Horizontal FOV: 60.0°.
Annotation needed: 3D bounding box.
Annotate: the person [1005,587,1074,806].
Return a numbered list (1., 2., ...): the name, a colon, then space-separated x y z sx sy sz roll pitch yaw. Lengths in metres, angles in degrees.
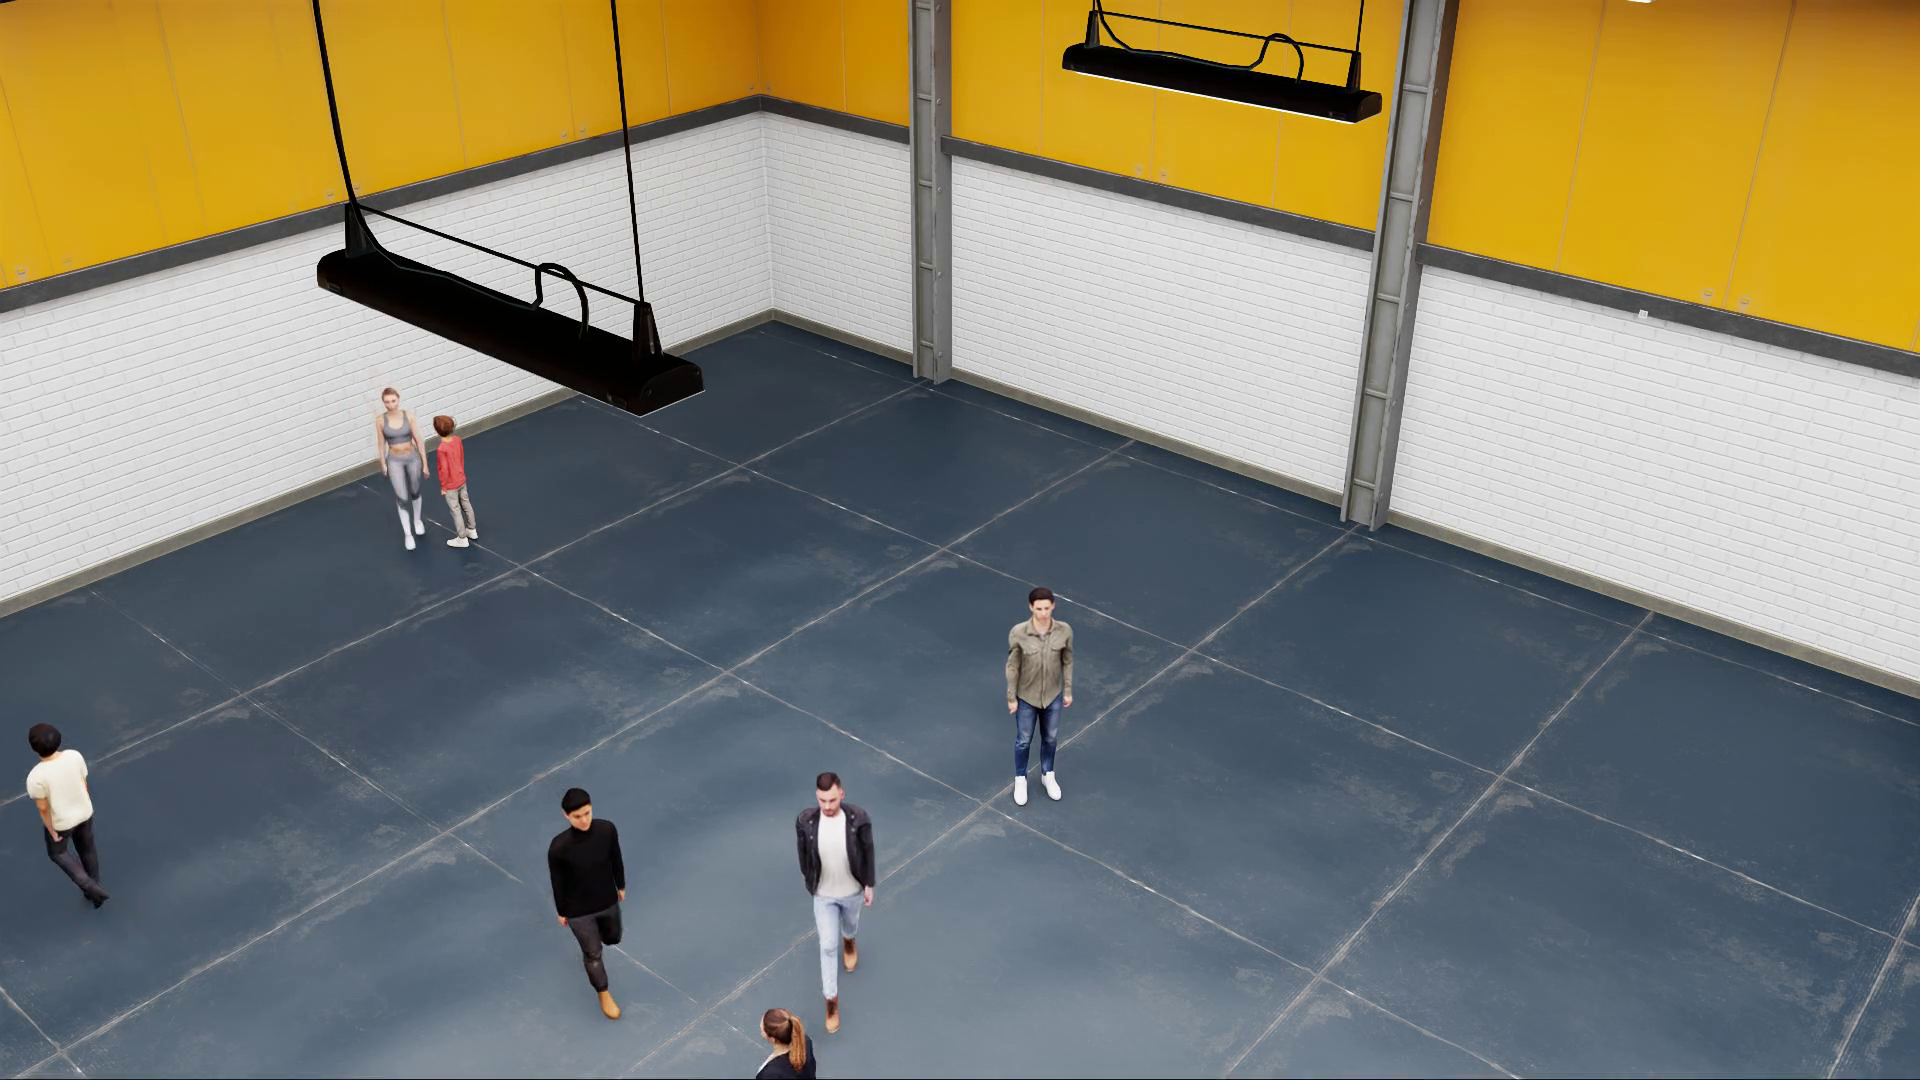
1. person: 0.614 1.191 13.015 0.791 1.865 0.819 -6 29 -10

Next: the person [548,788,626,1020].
1. person: -2.476 2.346 11.064 0.812 1.705 1.018 -18 33 -29

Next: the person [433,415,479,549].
1. person: -5.105 -0.608 16.780 0.567 1.417 0.577 9 30 16

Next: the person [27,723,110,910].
1. person: -6.304 1.999 11.835 0.718 1.576 0.637 17 33 28

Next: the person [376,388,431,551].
1. person: -5.635 -0.802 16.871 0.845 1.672 1.016 -12 31 -21

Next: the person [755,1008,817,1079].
1. person: -0.878 3.307 9.343 0.822 1.667 0.673 19 34 31

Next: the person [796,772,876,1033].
1. person: -0.802 2.262 11.120 1.133 1.799 1.202 -3 29 -5
